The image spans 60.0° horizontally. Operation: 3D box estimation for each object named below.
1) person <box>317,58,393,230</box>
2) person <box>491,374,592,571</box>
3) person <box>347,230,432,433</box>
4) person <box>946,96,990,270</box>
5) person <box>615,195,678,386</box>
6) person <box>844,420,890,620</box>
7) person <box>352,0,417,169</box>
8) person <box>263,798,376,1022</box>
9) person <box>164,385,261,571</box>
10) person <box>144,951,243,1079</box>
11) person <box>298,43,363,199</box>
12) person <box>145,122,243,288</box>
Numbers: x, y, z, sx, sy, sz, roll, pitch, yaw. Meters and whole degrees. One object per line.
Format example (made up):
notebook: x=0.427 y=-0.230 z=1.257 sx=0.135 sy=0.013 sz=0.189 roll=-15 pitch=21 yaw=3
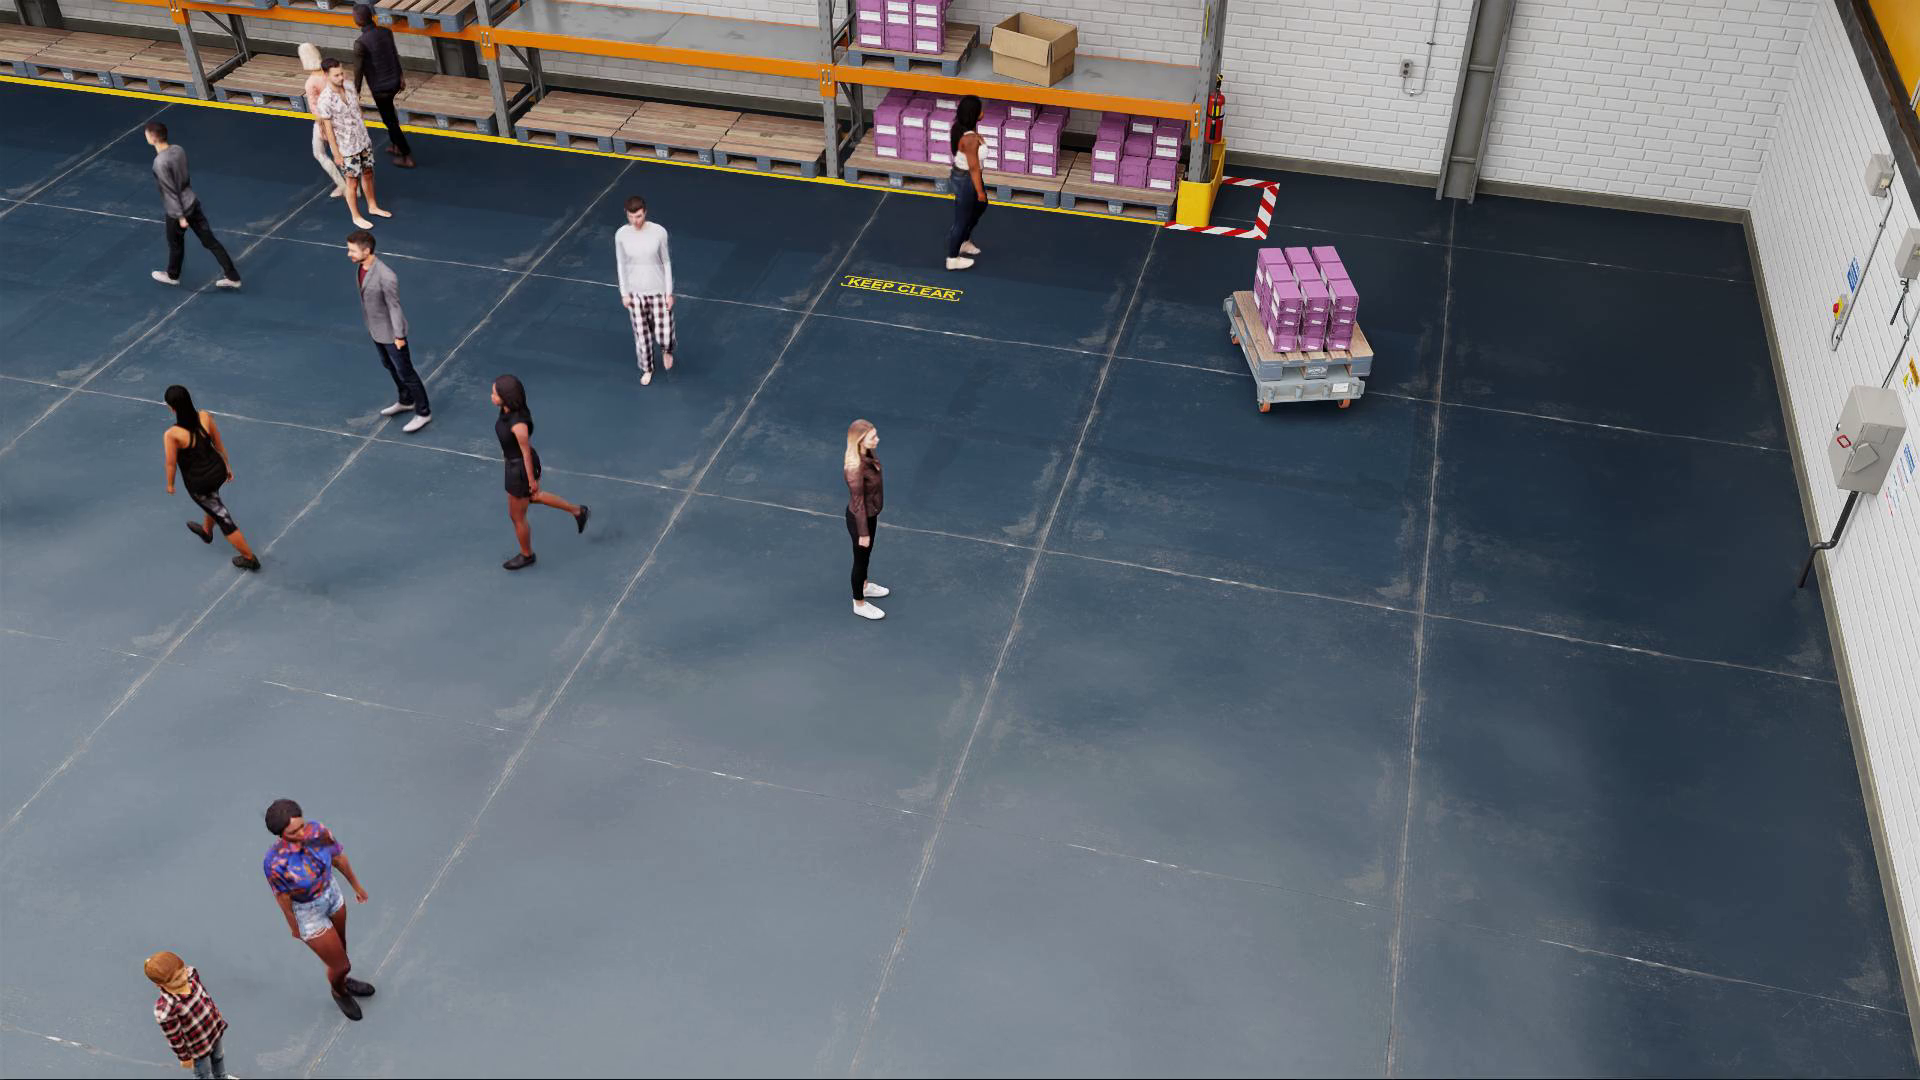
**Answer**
person: x=-6.302 y=-4.110 z=17.128 sx=0.626 sy=1.809 sz=0.709 roll=15 pitch=41 yaw=18
person: x=-3.261 y=-0.549 z=12.739 sx=1.083 sy=1.721 sz=0.976 roll=-16 pitch=41 yaw=-19
person: x=-4.889 y=-1.810 z=14.201 sx=0.825 sy=1.867 sz=0.703 roll=-31 pitch=48 yaw=-33
person: x=-0.031 y=-3.498 z=16.370 sx=0.788 sy=1.798 sz=0.743 roll=-3 pitch=39 yaw=-4
person: x=-2.762 y=-2.248 z=14.771 sx=0.745 sy=1.841 sz=0.803 roll=2 pitch=39 yaw=2
person: x=-0.720 y=-0.179 z=12.289 sx=0.543 sy=1.704 sz=0.628 roll=4 pitch=39 yaw=6
person: x=-6.216 y=-4.922 z=18.138 sx=0.780 sy=1.816 sz=0.737 roll=14 pitch=41 yaw=17
person: x=-3.722 y=2.063 z=9.457 sx=0.644 sy=1.736 sz=0.635 roll=14 pitch=41 yaw=17
person: x=-5.695 y=-0.442 z=12.678 sx=1.043 sy=1.631 sz=0.678 roll=15 pitch=41 yaw=18
person: x=-4.155 y=2.674 z=9.036 sx=0.535 sy=1.305 sz=0.554 roll=4 pitch=39 yaw=5
person: x=-6.581 y=-4.407 z=17.574 sx=0.618 sy=1.716 sz=0.634 roll=14 pitch=41 yaw=17
person: x=-7.399 y=-3.170 z=16.031 sx=1.160 sy=1.708 sz=0.704 roll=6 pitch=39 yaw=8
